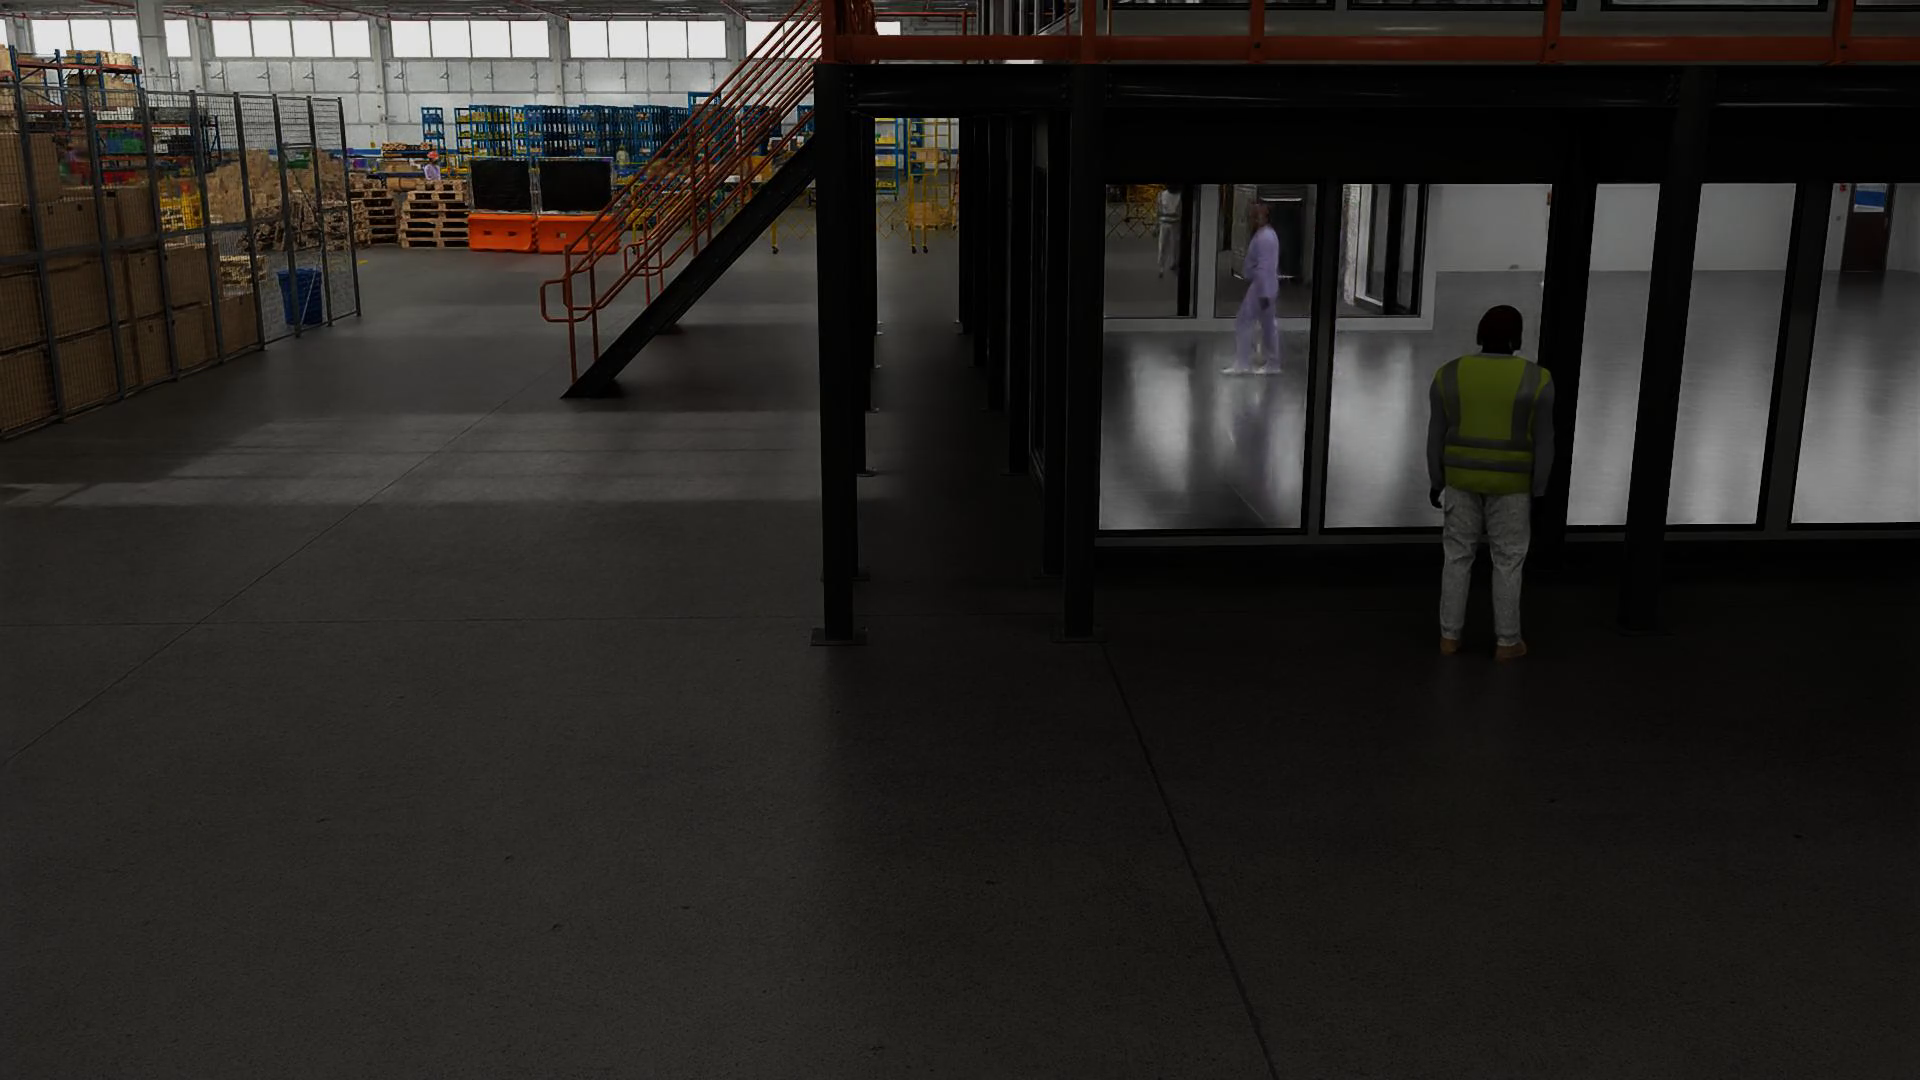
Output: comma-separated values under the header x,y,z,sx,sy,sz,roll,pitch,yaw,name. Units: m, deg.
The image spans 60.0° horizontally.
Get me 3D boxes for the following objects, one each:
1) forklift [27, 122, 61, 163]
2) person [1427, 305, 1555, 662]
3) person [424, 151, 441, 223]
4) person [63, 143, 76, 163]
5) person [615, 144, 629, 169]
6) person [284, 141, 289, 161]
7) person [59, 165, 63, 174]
x,y,z,sx,sy,sz,roll,pitch,yaw,name
-35.376,-14.773,64.377,1.129,2.768,1.873,-1,14,-2,forklift
2.725,-0.287,8.585,0.624,1.845,0.430,8,16,28,person
-13.971,-9.318,44.281,0.394,2.040,0.609,4,14,14,person
-39.563,-16.642,73.816,0.570,1.905,0.875,-1,14,-2,person
-15.891,-17.663,78.130,0.607,1.795,0.846,-5,15,-18,person
-33.568,-18.899,82.857,0.952,1.916,0.599,8,16,31,person
-31.154,-12.377,57.353,0.393,1.618,0.545,13,19,41,person
